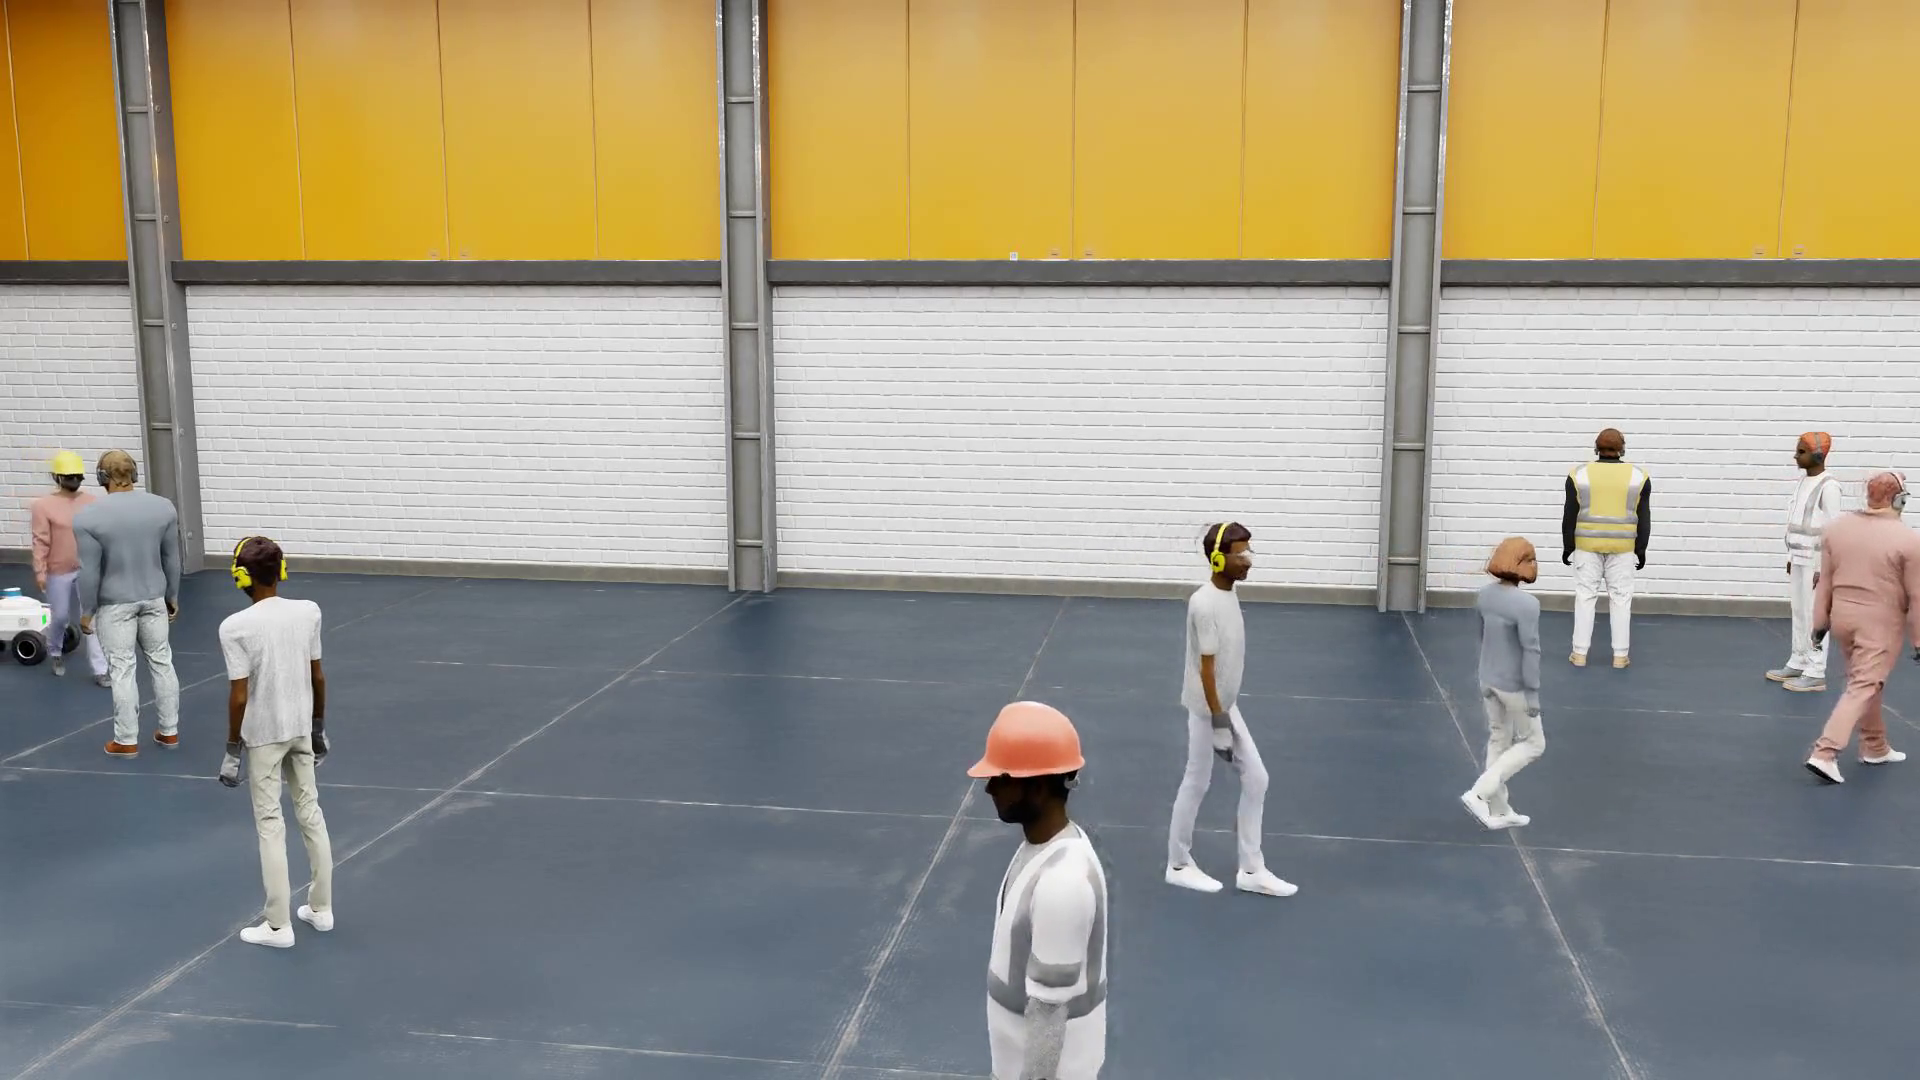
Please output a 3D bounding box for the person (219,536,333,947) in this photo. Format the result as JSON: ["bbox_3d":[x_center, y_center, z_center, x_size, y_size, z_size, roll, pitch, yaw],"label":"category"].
[{"bbox_3d":[-3.084,0.901,7.487,0.326,1.865,0.519,6,11,33],"label":"person"}]

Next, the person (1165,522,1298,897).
[{"bbox_3d":[1.326,0.832,7.961,0.788,1.838,0.540,5,10,28],"label":"person"}]

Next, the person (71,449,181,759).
[{"bbox_3d":[-5.178,0.395,10.378,0.373,1.938,0.627,8,12,40],"label":"person"}]

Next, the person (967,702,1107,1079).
[{"bbox_3d":[0.282,1.369,4.435,0.808,1.917,0.549,-1,9,-6],"label":"person"}]

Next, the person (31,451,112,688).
[{"bbox_3d":[-6.550,0.197,12.238,0.843,1.741,0.538,9,13,44],"label":"person"}]

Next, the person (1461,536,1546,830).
[{"bbox_3d":[2.924,0.780,8.934,0.419,1.619,0.526,-3,10,-16],"label":"person"}]

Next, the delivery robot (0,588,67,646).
[{"bbox_3d":[-7.365,0.617,12.971,0.707,0.478,0.477,1,9,4],"label":"delivery robot"}]

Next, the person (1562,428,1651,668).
[{"bbox_3d":[4.936,0.061,12.739,0.633,1.839,0.429,3,10,17],"label":"person"}]

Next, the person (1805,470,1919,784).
[{"bbox_3d":[5.412,0.510,9.920,0.983,1.864,0.662,-4,10,-21],"label":"person"}]

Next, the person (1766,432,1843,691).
[{"bbox_3d":[6.149,0.151,12.045,0.338,1.882,0.583,1,9,6],"label":"person"}]
